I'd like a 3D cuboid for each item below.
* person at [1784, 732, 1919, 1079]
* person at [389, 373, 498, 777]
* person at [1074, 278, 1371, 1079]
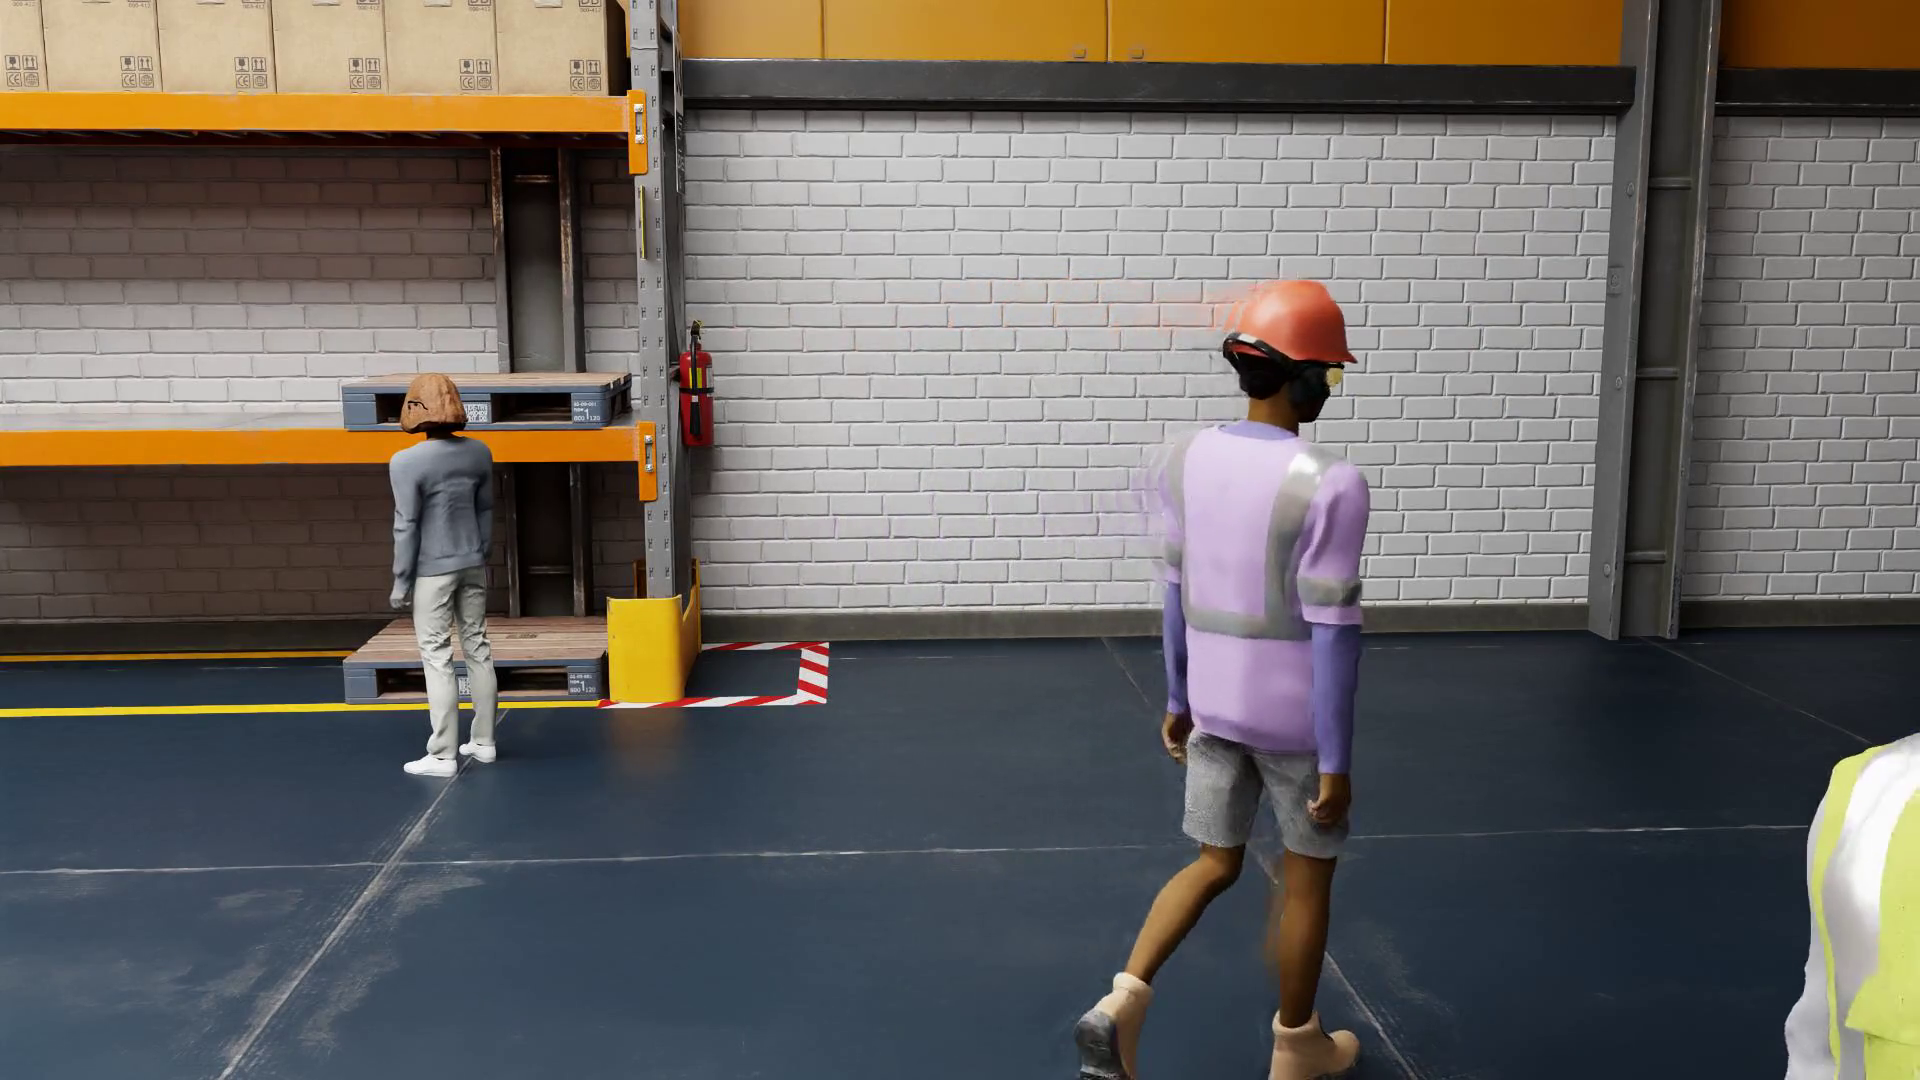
[{"bbox_3d":[1.008,0.871,1.569,0.599,1.827,0.633,-7,12,-39],"label":"person"},{"bbox_3d":[-2.093,0.141,6.750,0.285,1.633,0.497,5,11,30],"label":"person"},{"bbox_3d":[0.659,0.401,3.920,0.820,2.018,0.617,-7,12,-39],"label":"person"}]
